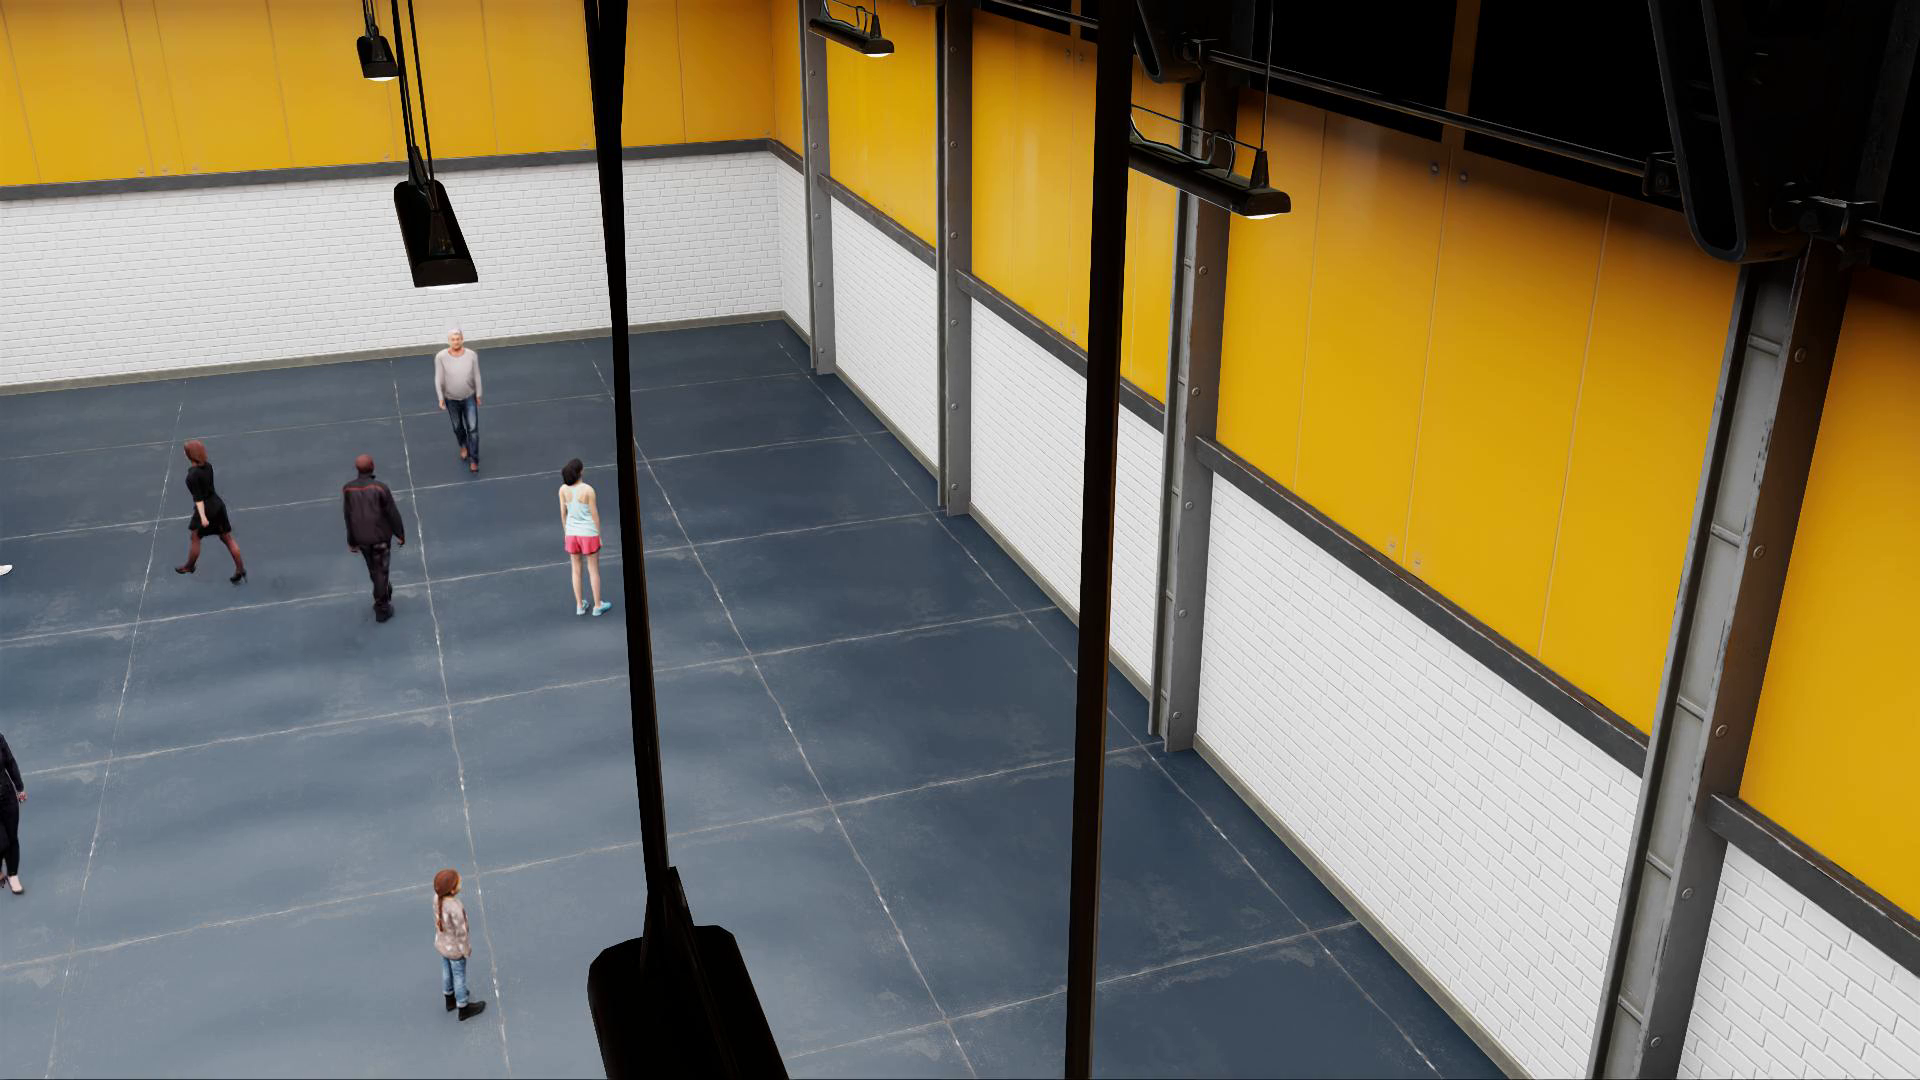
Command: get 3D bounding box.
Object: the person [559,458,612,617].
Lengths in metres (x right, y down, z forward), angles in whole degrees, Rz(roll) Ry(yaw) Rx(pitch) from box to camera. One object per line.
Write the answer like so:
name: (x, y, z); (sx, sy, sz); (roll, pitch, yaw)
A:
person: (-4.021, -0.038, 17.716); (0.683, 1.764, 0.721); (5, 24, 12)

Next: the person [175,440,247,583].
person: (-8.220, -0.285, 18.401); (0.988, 1.667, 1.079); (4, 24, 8)

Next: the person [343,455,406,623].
person: (-6.237, 0.003, 17.573); (0.951, 1.802, 1.117); (1, 24, 3)

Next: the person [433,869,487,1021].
person: (-3.611, 2.853, 11.813); (0.507, 1.194, 0.601); (20, 31, 38)

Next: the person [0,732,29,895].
person: (-7.614, 2.049, 13.020); (0.809, 1.702, 0.751); (12, 26, 26)

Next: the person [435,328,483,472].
person: (-6.560, -1.879, 21.800); (0.830, 1.867, 1.262); (-5, 24, -12)
